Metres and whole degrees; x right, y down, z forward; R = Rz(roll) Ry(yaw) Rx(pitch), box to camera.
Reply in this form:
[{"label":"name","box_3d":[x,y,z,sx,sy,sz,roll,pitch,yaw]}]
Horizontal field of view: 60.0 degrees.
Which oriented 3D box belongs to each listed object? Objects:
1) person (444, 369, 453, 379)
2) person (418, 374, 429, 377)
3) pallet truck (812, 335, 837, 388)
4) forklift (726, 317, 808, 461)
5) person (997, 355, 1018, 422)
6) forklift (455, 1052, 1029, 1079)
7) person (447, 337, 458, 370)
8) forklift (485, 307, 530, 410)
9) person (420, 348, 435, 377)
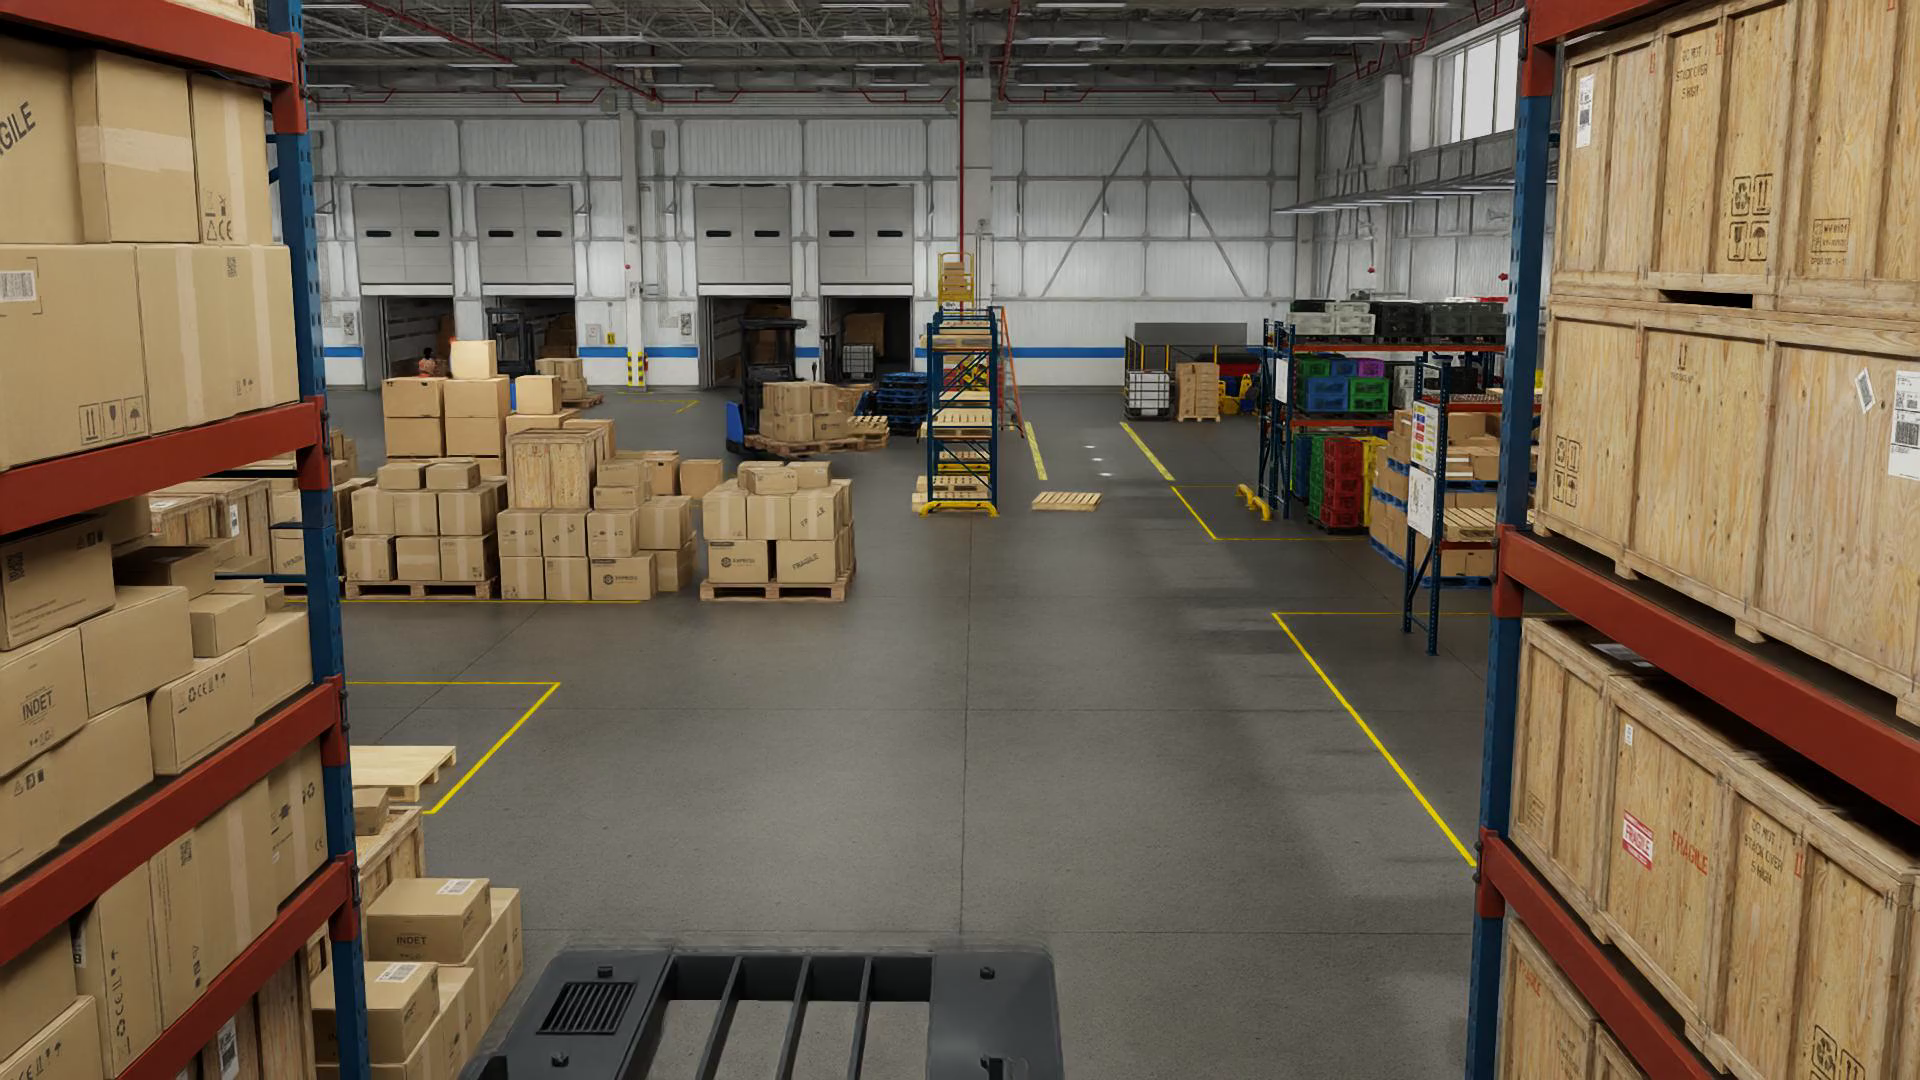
[{"label":"person","box_3d":[-9.594,-2.282,31.627,0.509,1.922,0.629,3,10,15]},{"label":"person","box_3d":[-9.962,-2.156,31.014,0.984,1.883,0.565,1,10,3]},{"label":"pallet truck","box_3d":[-3.021,-4.312,43.126,1.885,1.965,0.823,3,10,17]},{"label":"forklift","box_3d":[-3.956,-3.089,33.522,1.129,2.768,1.873,-5,11,-27]},{"label":"person","box_3d":[0.951,-3.800,40.501,0.946,1.888,0.653,5,11,27]},{"label":"forklift","box_3d":[-0.351,2.235,2.805,1.129,2.768,1.873,0,10,1]},{"label":"person","box_3d":[-13.141,-4.314,43.310,0.362,1.938,0.545,-9,13,-43]},{"label":"forklift","box_3d":[-10.754,-4.150,39.646,1.129,2.768,1.873,0,10,1]},{"label":"person","box_3d":[-13.738,-4.156,43.156,0.716,1.664,0.538,5,11,28]}]
